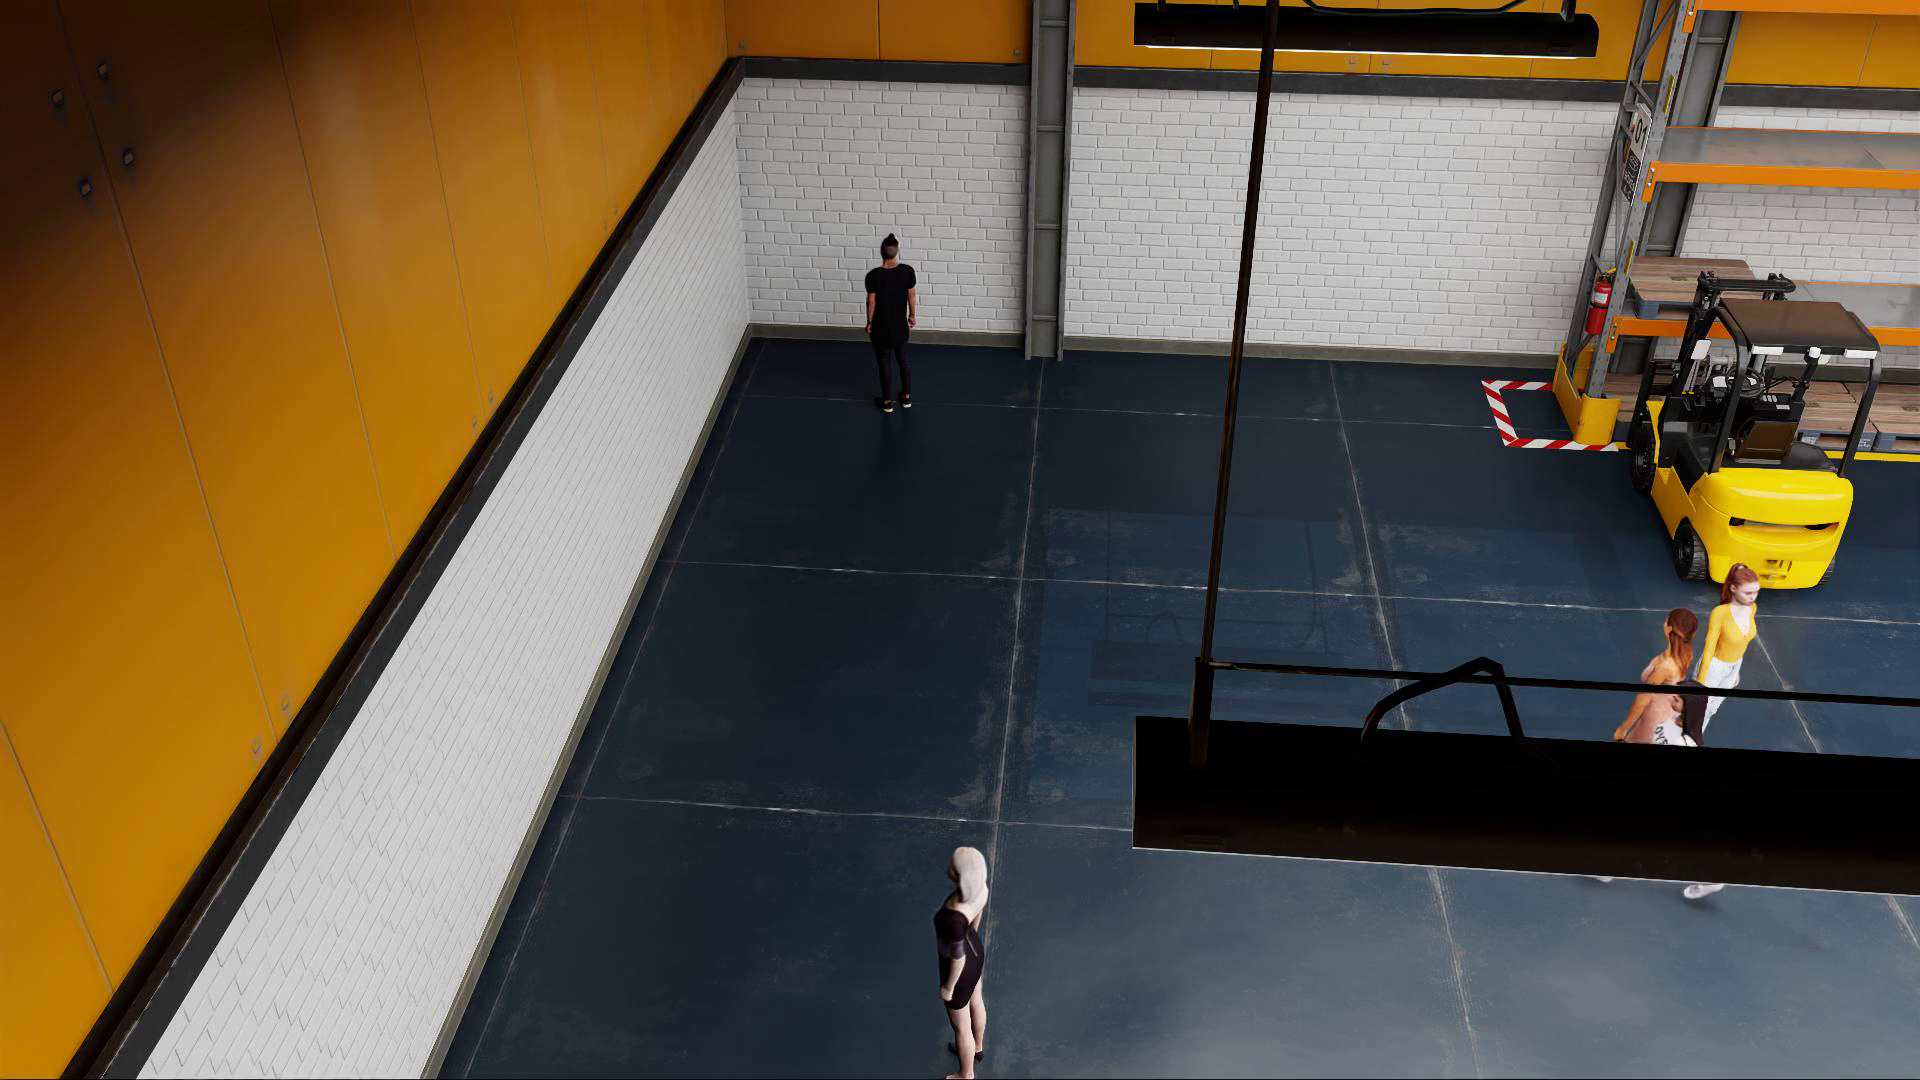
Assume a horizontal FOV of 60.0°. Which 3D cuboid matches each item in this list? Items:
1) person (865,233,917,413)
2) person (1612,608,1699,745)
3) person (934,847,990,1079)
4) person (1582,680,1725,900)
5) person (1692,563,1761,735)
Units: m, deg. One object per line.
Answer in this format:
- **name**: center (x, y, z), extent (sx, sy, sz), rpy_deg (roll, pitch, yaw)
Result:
- **person**: center (-0.676, -2.137, 16.203), extent (0.715, 1.865, 0.839), rpy_deg (-15, 36, -21)
- **person**: center (4.738, 1.284, 11.097), extent (0.776, 1.820, 0.743), rpy_deg (19, 38, 26)
- **person**: center (0.021, 2.408, 9.395), extent (0.583, 1.830, 0.628), rpy_deg (11, 35, 16)
- **person**: center (4.593, 1.645, 10.624), extent (1.189, 1.741, 0.734), rpy_deg (8, 34, 11)
- **person**: center (5.316, 0.928, 11.695), extent (0.658, 1.750, 0.751), rpy_deg (-17, 37, -24)
